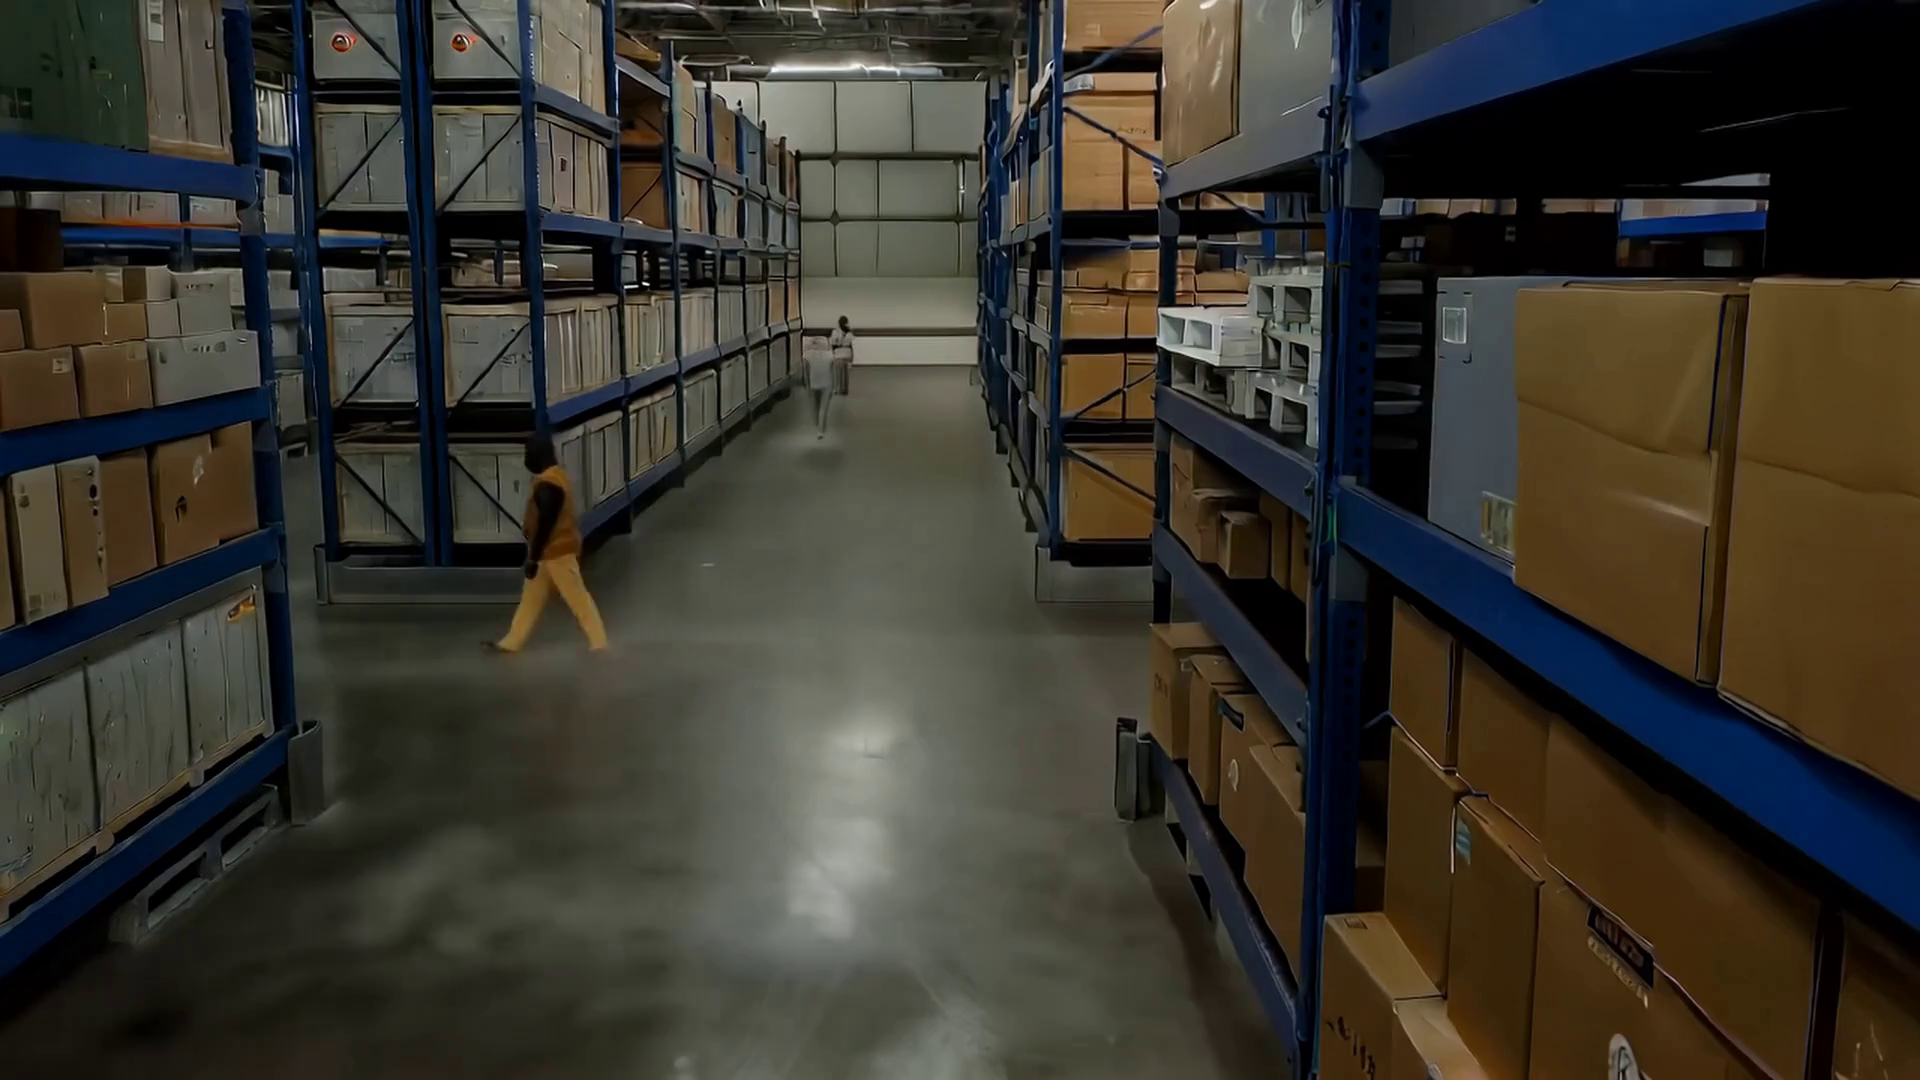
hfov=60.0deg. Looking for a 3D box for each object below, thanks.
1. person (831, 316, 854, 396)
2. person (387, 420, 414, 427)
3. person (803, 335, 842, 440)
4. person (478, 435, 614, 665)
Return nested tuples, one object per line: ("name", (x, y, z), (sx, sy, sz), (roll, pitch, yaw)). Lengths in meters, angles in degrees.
("person", (-2.828, -4.436, 40.060), (0.547, 1.907, 0.900), (-1, 9, -5))
("person", (-6.616, -1.140, 20.064), (0.561, 1.834, 0.396), (-6, 11, -32))
("person", (-2.453, -2.725, 29.715), (0.657, 1.847, 1.021), (2, 9, 10))
("person", (-3.148, 0.091, 12.665), (1.033, 1.777, 0.634), (-2, 10, -14))
